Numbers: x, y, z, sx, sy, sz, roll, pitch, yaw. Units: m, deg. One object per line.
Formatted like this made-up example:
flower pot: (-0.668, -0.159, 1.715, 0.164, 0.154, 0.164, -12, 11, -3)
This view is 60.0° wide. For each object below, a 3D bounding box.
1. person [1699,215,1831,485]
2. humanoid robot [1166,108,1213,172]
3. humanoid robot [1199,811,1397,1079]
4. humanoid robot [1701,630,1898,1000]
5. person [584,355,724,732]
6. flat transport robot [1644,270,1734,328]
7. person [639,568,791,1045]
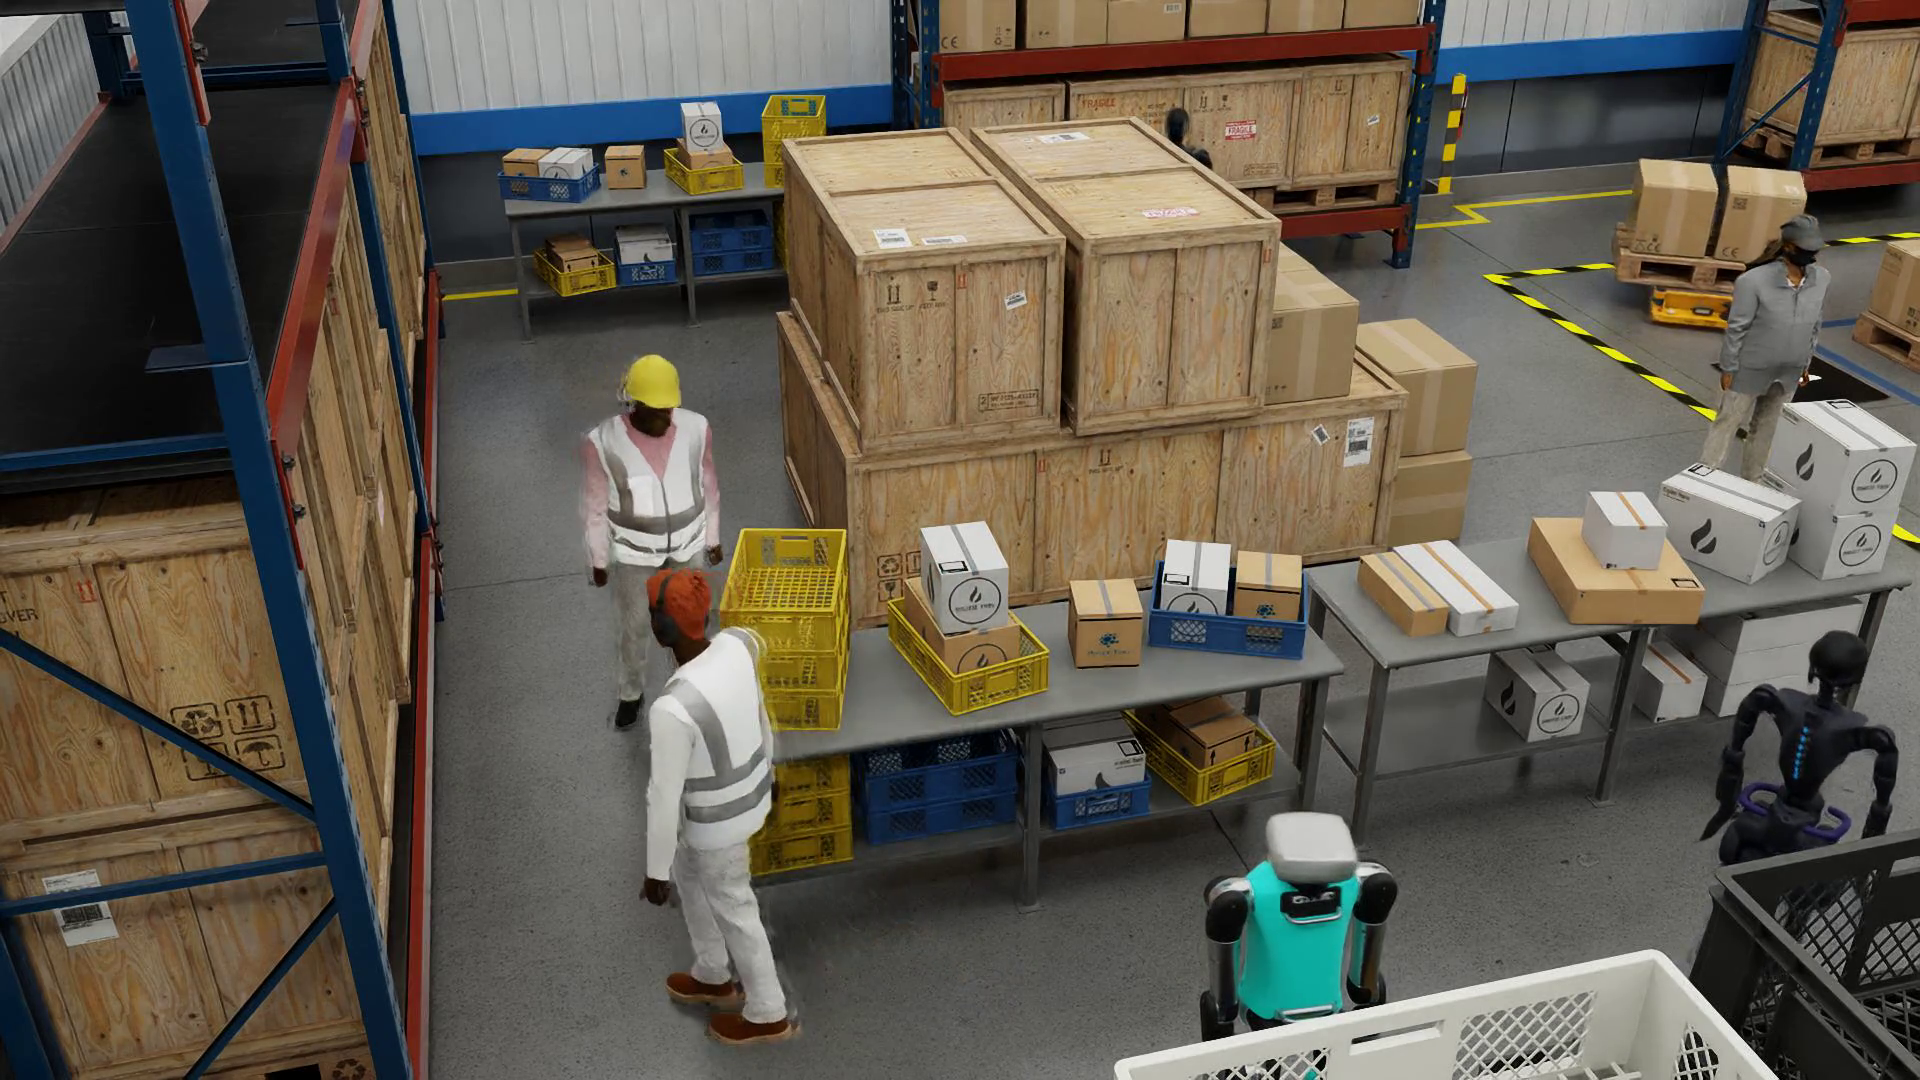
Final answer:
person: (4.506, -0.976, 9.331, 0.572, 1.768, 0.399, -5, 29, -8)
humanoid robot: (1.462, -2.211, 11.684, 0.612, 1.659, 0.353, 2, 29, 3)
humanoid robot: (0.967, 1.602, 4.582, 0.532, 1.691, 0.743, -5, 29, -9)
humanoid robot: (2.835, 1.067, 5.721, 0.589, 1.637, 0.501, 25, 37, 37)
person: (-1.384, 0.027, 7.475, 0.673, 1.814, 0.403, -13, 31, -22)
flat transport robot: (5.578, -1.959, 12.643, 0.652, 0.197, 1.431, 8, 30, 14)
person: (-0.885, 0.950, 5.740, 0.649, 1.854, 0.693, 9, 30, 15)
